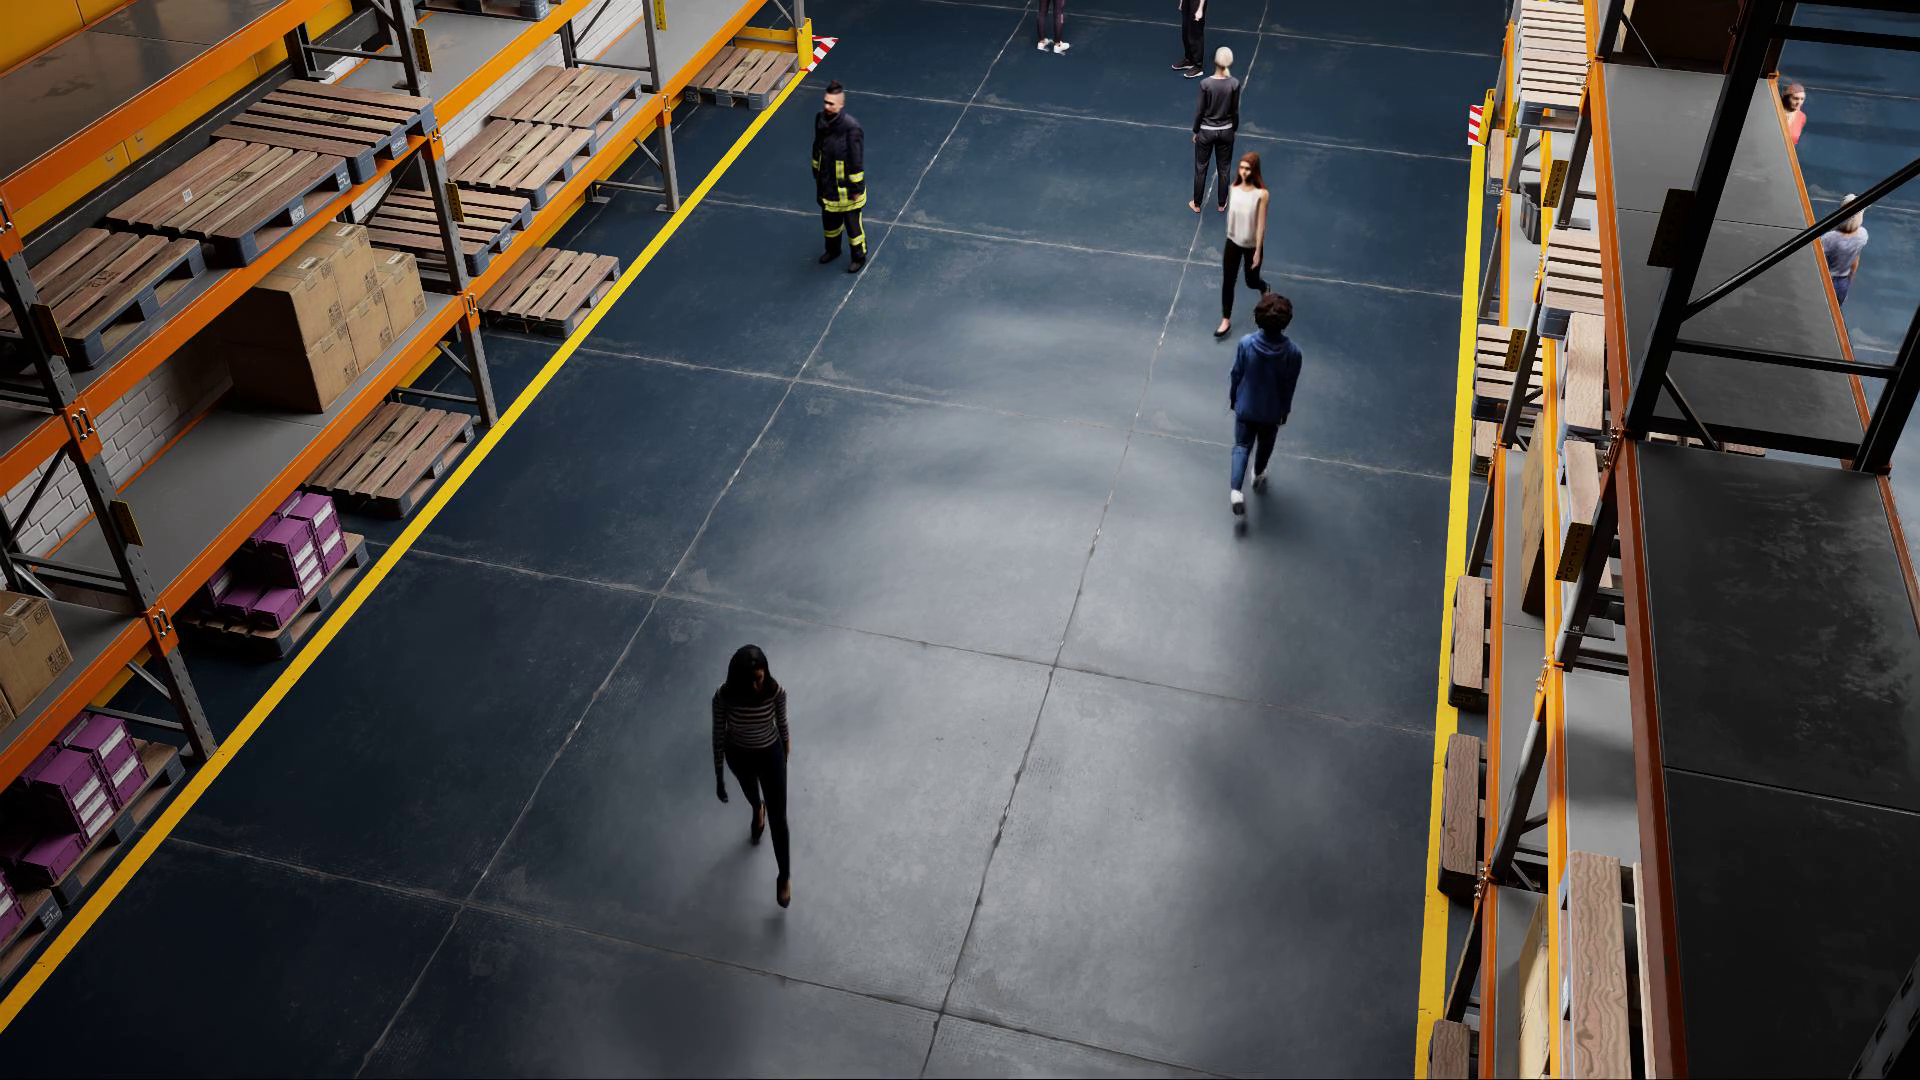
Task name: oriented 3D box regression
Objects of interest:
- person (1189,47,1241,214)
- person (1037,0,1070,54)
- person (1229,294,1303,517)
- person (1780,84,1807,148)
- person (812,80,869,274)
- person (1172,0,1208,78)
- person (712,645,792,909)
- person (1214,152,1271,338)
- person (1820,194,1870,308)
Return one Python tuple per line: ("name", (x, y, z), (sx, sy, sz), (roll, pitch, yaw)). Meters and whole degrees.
("person", (2.553, -4.095, 16.607), (0.656, 1.724, 0.609), (-1, 39, -1))
("person", (1.100, -6.672, 19.886), (0.610, 1.659, 0.595), (19, 42, 22))
("person", (2.284, -0.998, 12.683), (0.693, 1.781, 1.076), (11, 40, 13))
("person", (7.742, -3.620, 16.072), (0.754, 1.650, 1.195), (2, 39, 2))
("person", (-1.126, -3.444, 15.683), (0.840, 1.859, 0.823), (24, 45, 27))
("person", (2.742, -6.261, 19.301), (0.723, 1.746, 0.642), (-16, 41, -19))
("person", (-1.238, 1.249, 9.899), (0.931, 1.744, 1.206), (-6, 39, -7))
("person", (2.584, -2.658, 14.823), (0.851, 1.704, 1.081), (28, 46, 30))
("person", (7.392, -2.096, 14.118), (0.737, 1.706, 0.934), (0, 39, -1))
